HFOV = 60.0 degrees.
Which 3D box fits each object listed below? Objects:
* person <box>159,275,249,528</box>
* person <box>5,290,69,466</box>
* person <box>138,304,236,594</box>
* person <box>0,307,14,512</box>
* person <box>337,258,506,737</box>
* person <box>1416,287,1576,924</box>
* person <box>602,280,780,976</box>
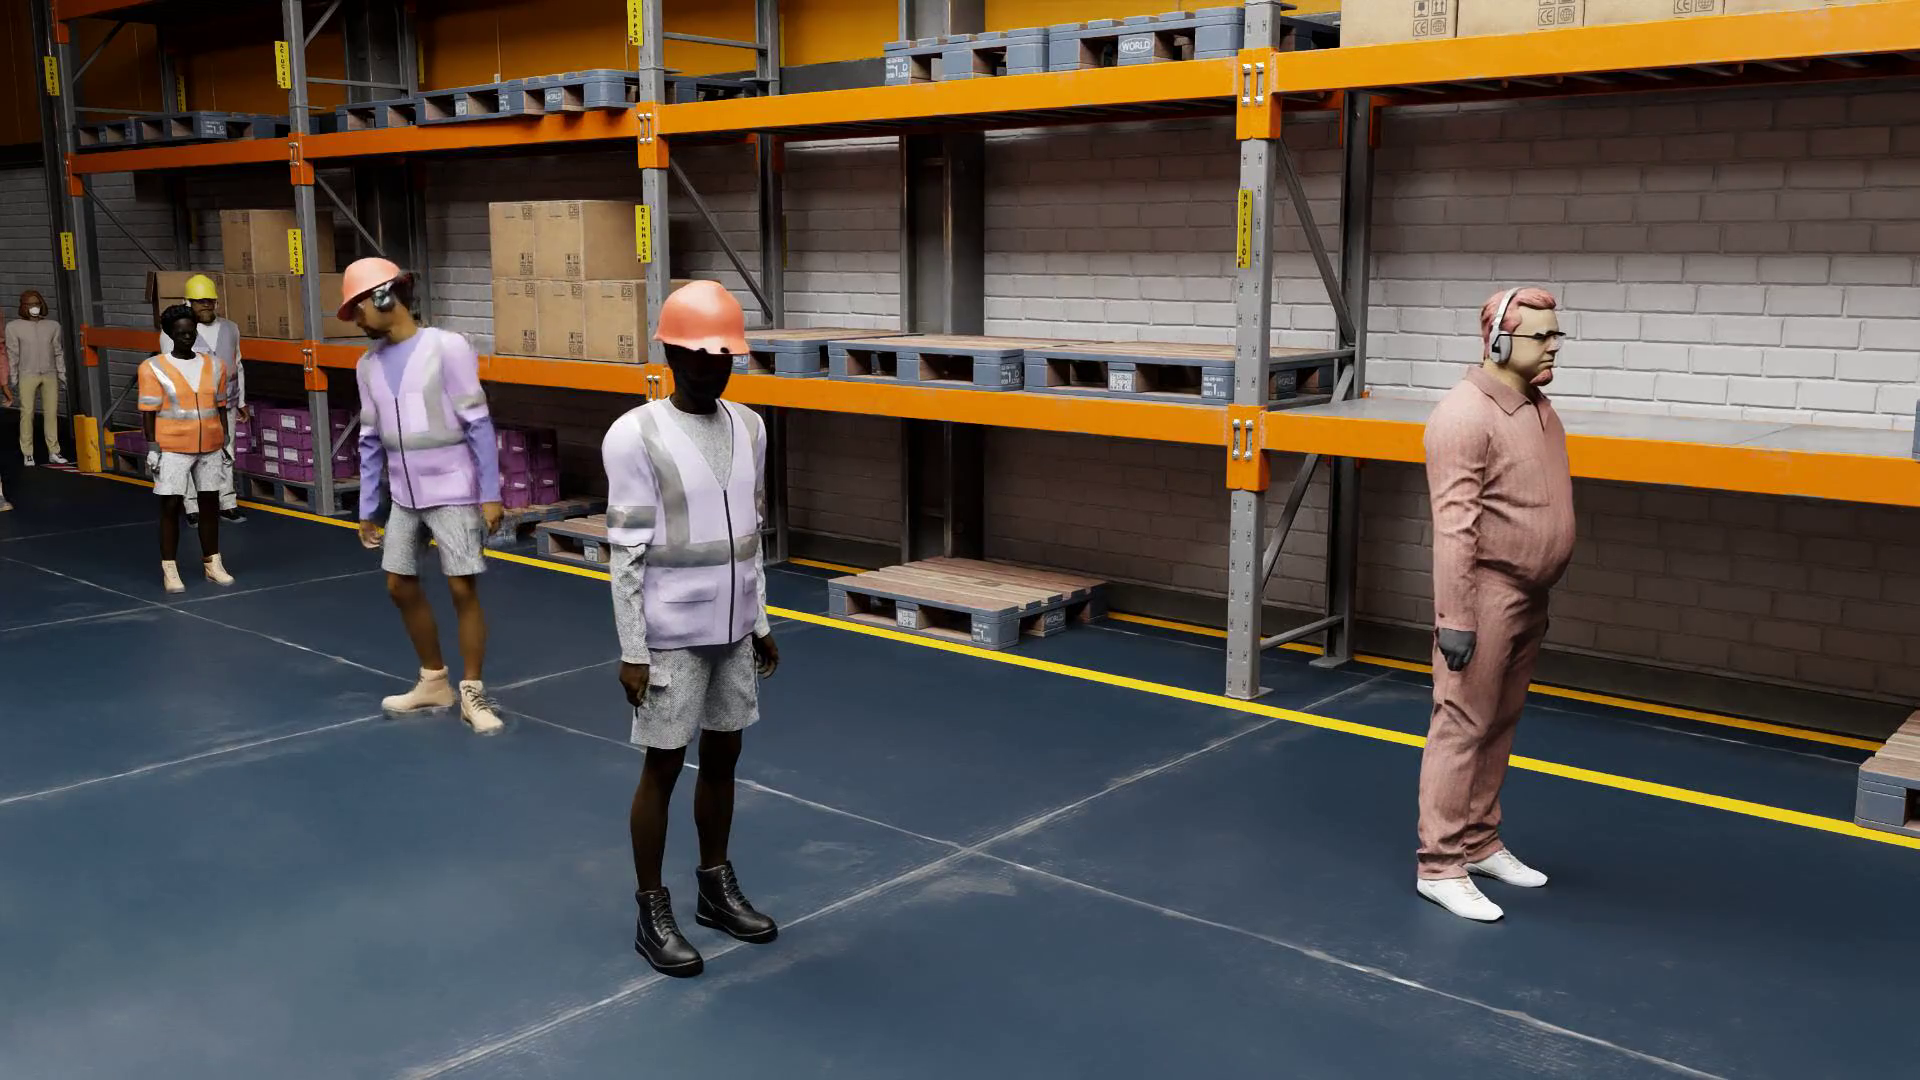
[{"bbox_3d":[-5.479,-1.009,12.121,0.403,1.830,0.600,8,13,40],"label":"person"},{"bbox_3d":[-8.606,-1.509,15.529,0.268,1.632,0.507,8,13,40],"label":"person"},{"bbox_3d":[-4.559,-0.542,9.842,0.317,1.695,0.540,8,13,40],"label":"person"},{"bbox_3d":[-7.536,-1.181,12.643,0.399,1.989,0.622,8,13,40],"label":"person"},{"bbox_3d":[-2.197,-0.166,6.918,0.725,1.988,0.388,4,11,23],"label":"person"},{"bbox_3d":[1.660,0.188,5.094,0.402,1.906,0.651,8,13,40],"label":"person"},{"bbox_3d":[-0.721,0.244,4.692,0.376,1.932,0.551,8,13,40],"label":"person"}]
